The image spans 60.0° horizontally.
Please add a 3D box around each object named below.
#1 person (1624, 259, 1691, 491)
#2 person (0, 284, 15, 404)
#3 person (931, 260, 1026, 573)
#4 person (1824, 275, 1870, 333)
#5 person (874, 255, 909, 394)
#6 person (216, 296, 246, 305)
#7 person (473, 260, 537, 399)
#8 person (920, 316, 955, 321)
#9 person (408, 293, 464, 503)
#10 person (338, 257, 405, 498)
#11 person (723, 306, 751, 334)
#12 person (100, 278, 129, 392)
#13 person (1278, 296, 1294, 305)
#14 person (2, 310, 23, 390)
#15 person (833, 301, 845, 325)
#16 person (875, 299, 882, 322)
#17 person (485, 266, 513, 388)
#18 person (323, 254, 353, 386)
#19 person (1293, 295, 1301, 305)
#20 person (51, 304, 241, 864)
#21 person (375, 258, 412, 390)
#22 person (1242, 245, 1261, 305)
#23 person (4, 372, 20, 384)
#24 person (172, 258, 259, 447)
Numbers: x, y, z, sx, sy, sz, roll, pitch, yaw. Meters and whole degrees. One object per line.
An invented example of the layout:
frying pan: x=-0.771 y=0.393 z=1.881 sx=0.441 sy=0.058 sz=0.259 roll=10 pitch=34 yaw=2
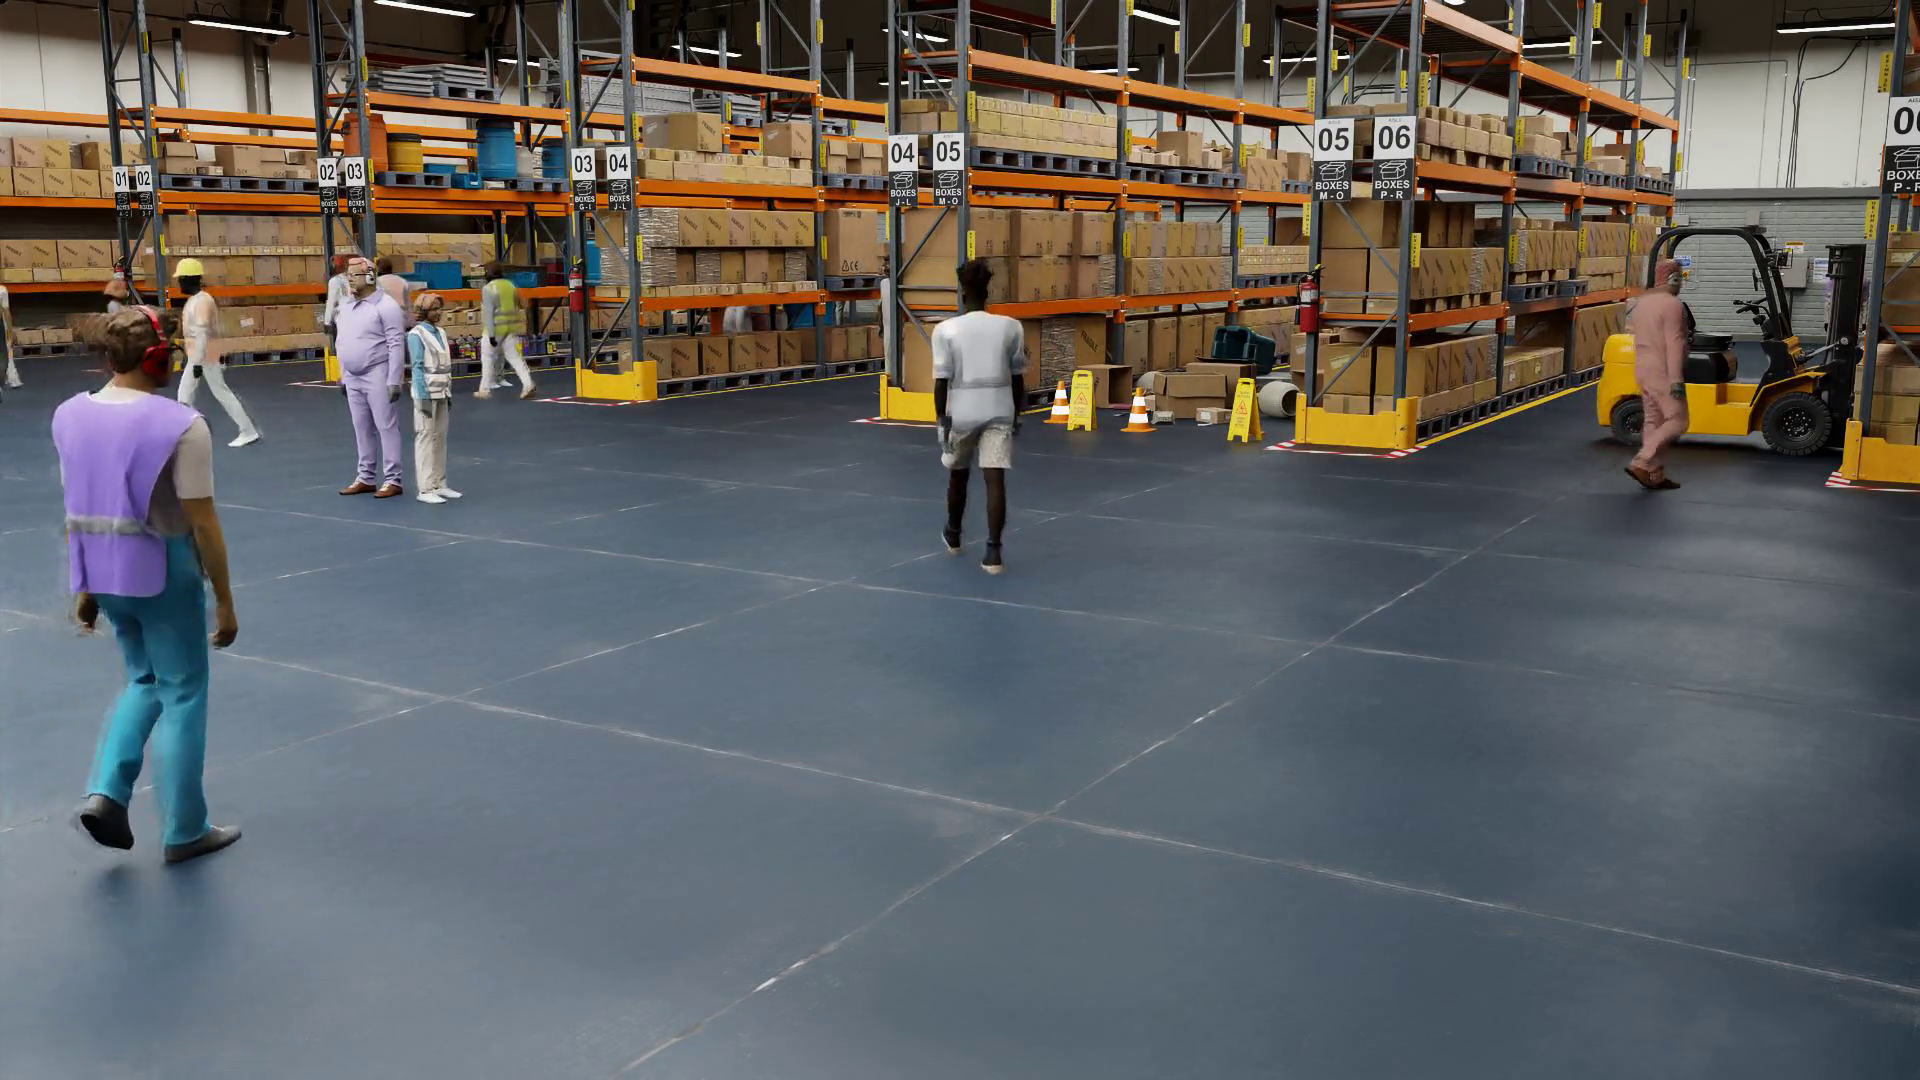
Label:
person: x=5.711 y=-1.327 z=13.523 sx=0.511 sy=1.894 sz=0.704 roll=0 pitch=10 yaw=-2
person: x=-11.988 y=-2.543 z=20.533 sx=0.528 sy=1.827 sz=0.582 roll=-4 pitch=11 yaw=-23
person: x=0.111 y=-0.792 z=10.484 sx=0.611 sy=1.911 sz=1.013 roll=-1 pitch=10 yaw=-7
person: x=12.721 y=-3.183 z=23.871 sx=0.588 sy=1.918 sz=0.396 roll=1 pitch=10 yaw=7
person: x=-0.896 y=-2.861 z=22.224 sx=0.520 sy=1.862 sz=0.333 roll=8 pitch=13 yaw=39
person: x=-13.447 y=-4.302 z=30.692 sx=0.534 sy=1.721 sz=0.917 roll=5 pitch=11 yaw=26
person: x=-5.962 y=-2.731 z=21.664 sx=0.922 sy=1.812 sz=0.618 roll=5 pitch=11 yaw=28
person: x=-0.278 y=-3.002 z=22.686 sx=0.616 sy=1.984 sz=0.843 roll=-2 pitch=10 yaw=-11
person: x=-4.145 y=-1.110 z=13.049 sx=0.309 sy=1.635 sz=0.532 roll=1 pitch=10 yaw=7
person: x=-4.721 y=-1.287 z=13.271 sx=0.641 sy=1.910 sz=0.401 roll=6 pitch=12 yaw=30
person: x=-3.695 y=-3.867 z=27.667 sx=0.434 sy=1.927 sz=0.657 roll=-9 pitch=14 yaw=-42
person: x=-9.882 y=-2.268 z=19.575 sx=0.618 sy=1.620 sz=0.517 roll=-4 pitch=11 yaw=-23
person: x=6.435 y=-4.770 z=32.949 sx=0.506 sy=1.846 sz=0.548 roll=-2 pitch=10 yaw=-14
person: x=-13.305 y=-2.874 z=22.996 sx=0.573 sy=1.599 sz=0.708 roll=0 pitch=10 yaw=2
person: x=-2.693 y=-5.408 z=36.275 sx=0.629 sy=1.937 sz=0.379 roll=9 pitch=13 yaw=40
person: x=-1.645 y=-5.713 z=38.110 sx=0.985 sy=1.885 sz=0.555 roll=-7 pitch=12 yaw=-33
person: x=-6.491 y=-3.001 z=23.362 sx=0.355 sy=1.731 sz=0.493 roll=3 pitch=11 yaw=18
person: x=-8.679 y=-3.057 z=23.295 sx=0.663 sy=1.859 sz=0.727 roll=2 pitch=10 yaw=11
person: x=6.868 y=-4.870 z=33.467 sx=0.592 sy=1.862 sz=0.937 roll=6 pitch=12 yaw=31
person: x=-2.616 y=0.162 z=5.372 sx=0.599 sy=1.829 sz=0.445 roll=3 pitch=11 yaw=17
person: x=-7.896 y=-2.935 z=22.737 sx=0.756 sy=1.819 sz=0.654 roll=7 pitch=12 yaw=34
person: x=6.425 y=-5.449 z=36.387 sx=0.450 sy=1.971 sz=0.625 roll=8 pitch=13 yaw=37
person: x=-13.875 y=-3.064 z=23.696 sx=0.530 sy=1.738 sz=0.769 roll=8 pitch=13 yaw=36
person: x=-7.455 y=-1.826 z=16.386 sx=0.980 sy=1.882 sz=0.603 roll=-7 pitch=12 yaw=-36
